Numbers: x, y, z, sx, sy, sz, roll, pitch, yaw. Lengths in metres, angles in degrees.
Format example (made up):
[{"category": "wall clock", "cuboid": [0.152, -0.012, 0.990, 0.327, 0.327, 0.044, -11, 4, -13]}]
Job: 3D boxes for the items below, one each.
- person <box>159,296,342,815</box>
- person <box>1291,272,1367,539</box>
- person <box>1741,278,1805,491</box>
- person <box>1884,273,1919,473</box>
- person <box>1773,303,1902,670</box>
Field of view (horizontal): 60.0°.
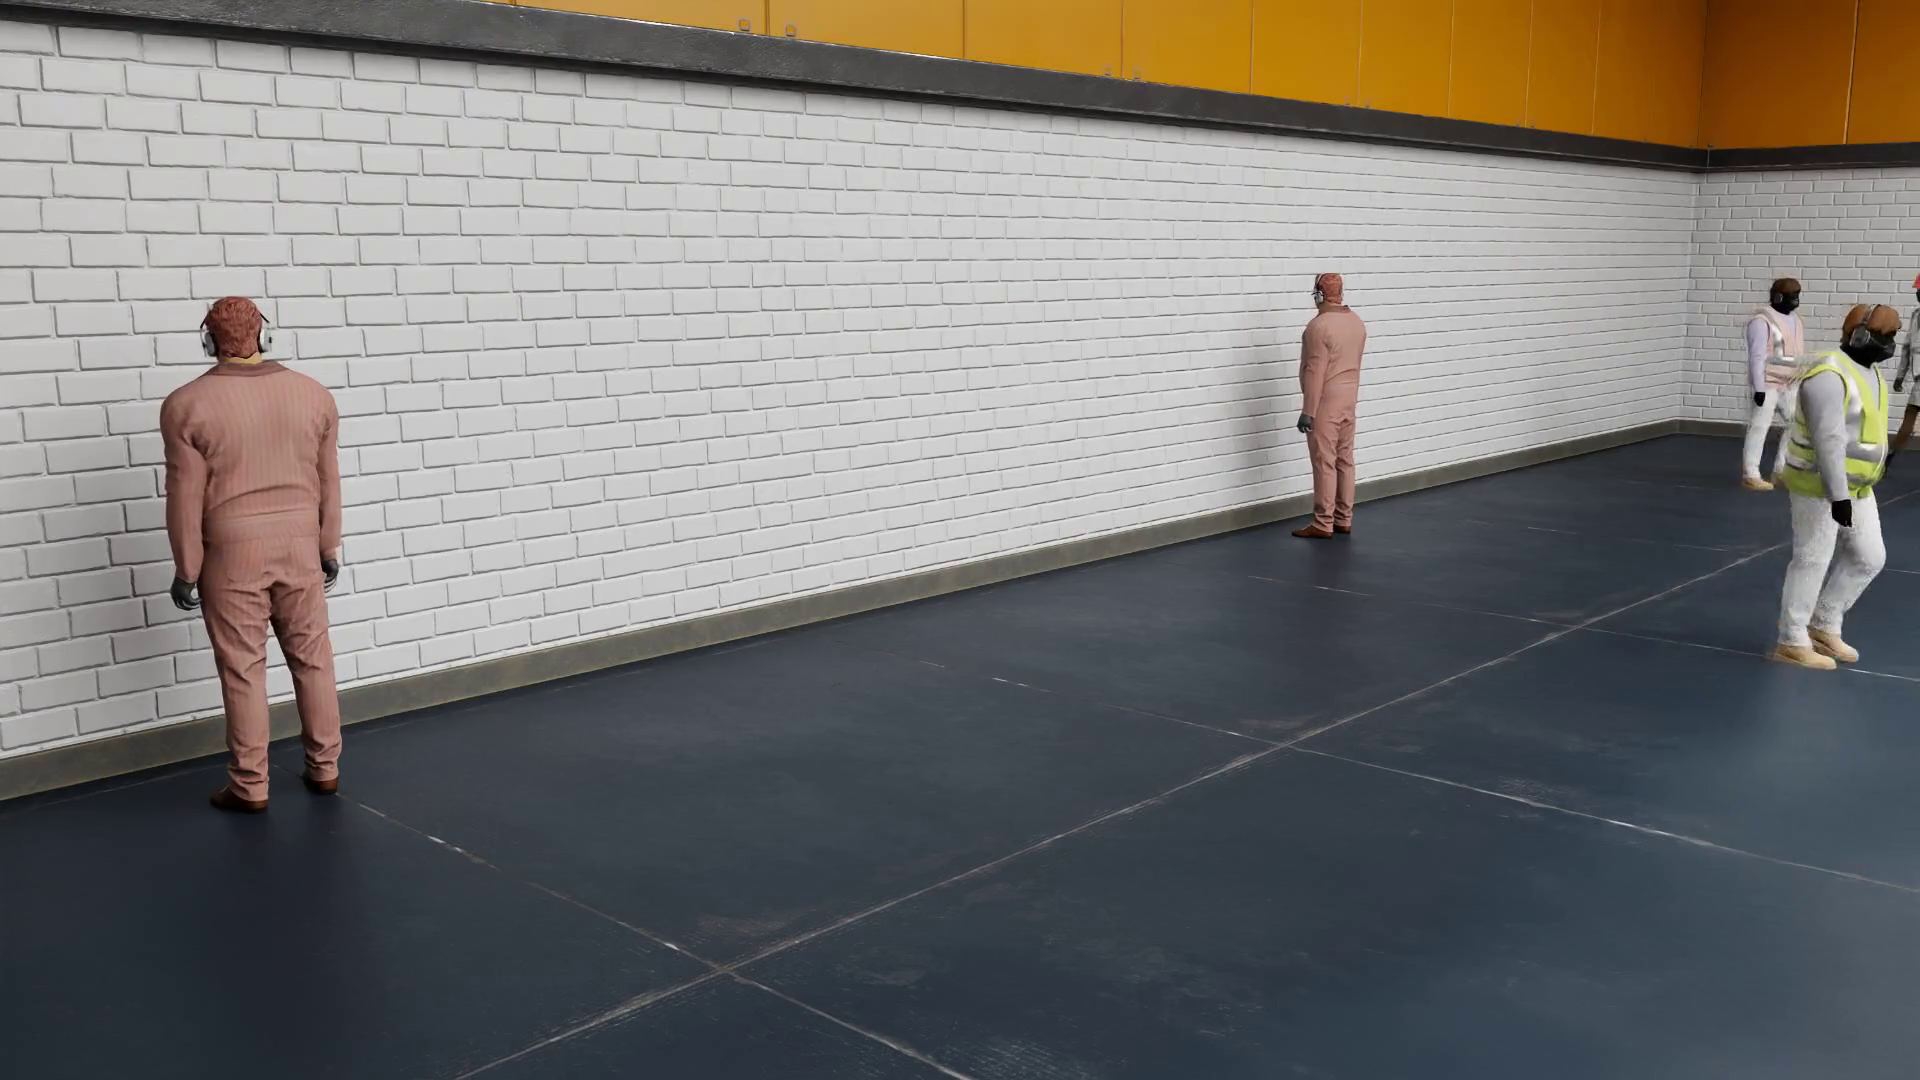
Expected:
[{"category": "person", "cuboid": [-2.610, 0.057, 6.156, 0.399, 1.902, 0.642, 10, 14, 43]}, {"category": "person", "cuboid": [2.624, -0.957, 11.931, 0.399, 1.902, 0.642, 10, 14, 43]}, {"category": "person", "cuboid": [6.995, -1.311, 14.158, 0.665, 1.822, 0.602, -6, 11, -29]}, {"category": "person", "cuboid": [8.836, -1.547, 15.315, 1.009, 1.882, 0.567, 0, 10, -2]}, {"category": "person", "cuboid": [4.304, -0.250, 8.168, 0.632, 1.816, 0.475, -8, 13, -37]}]
